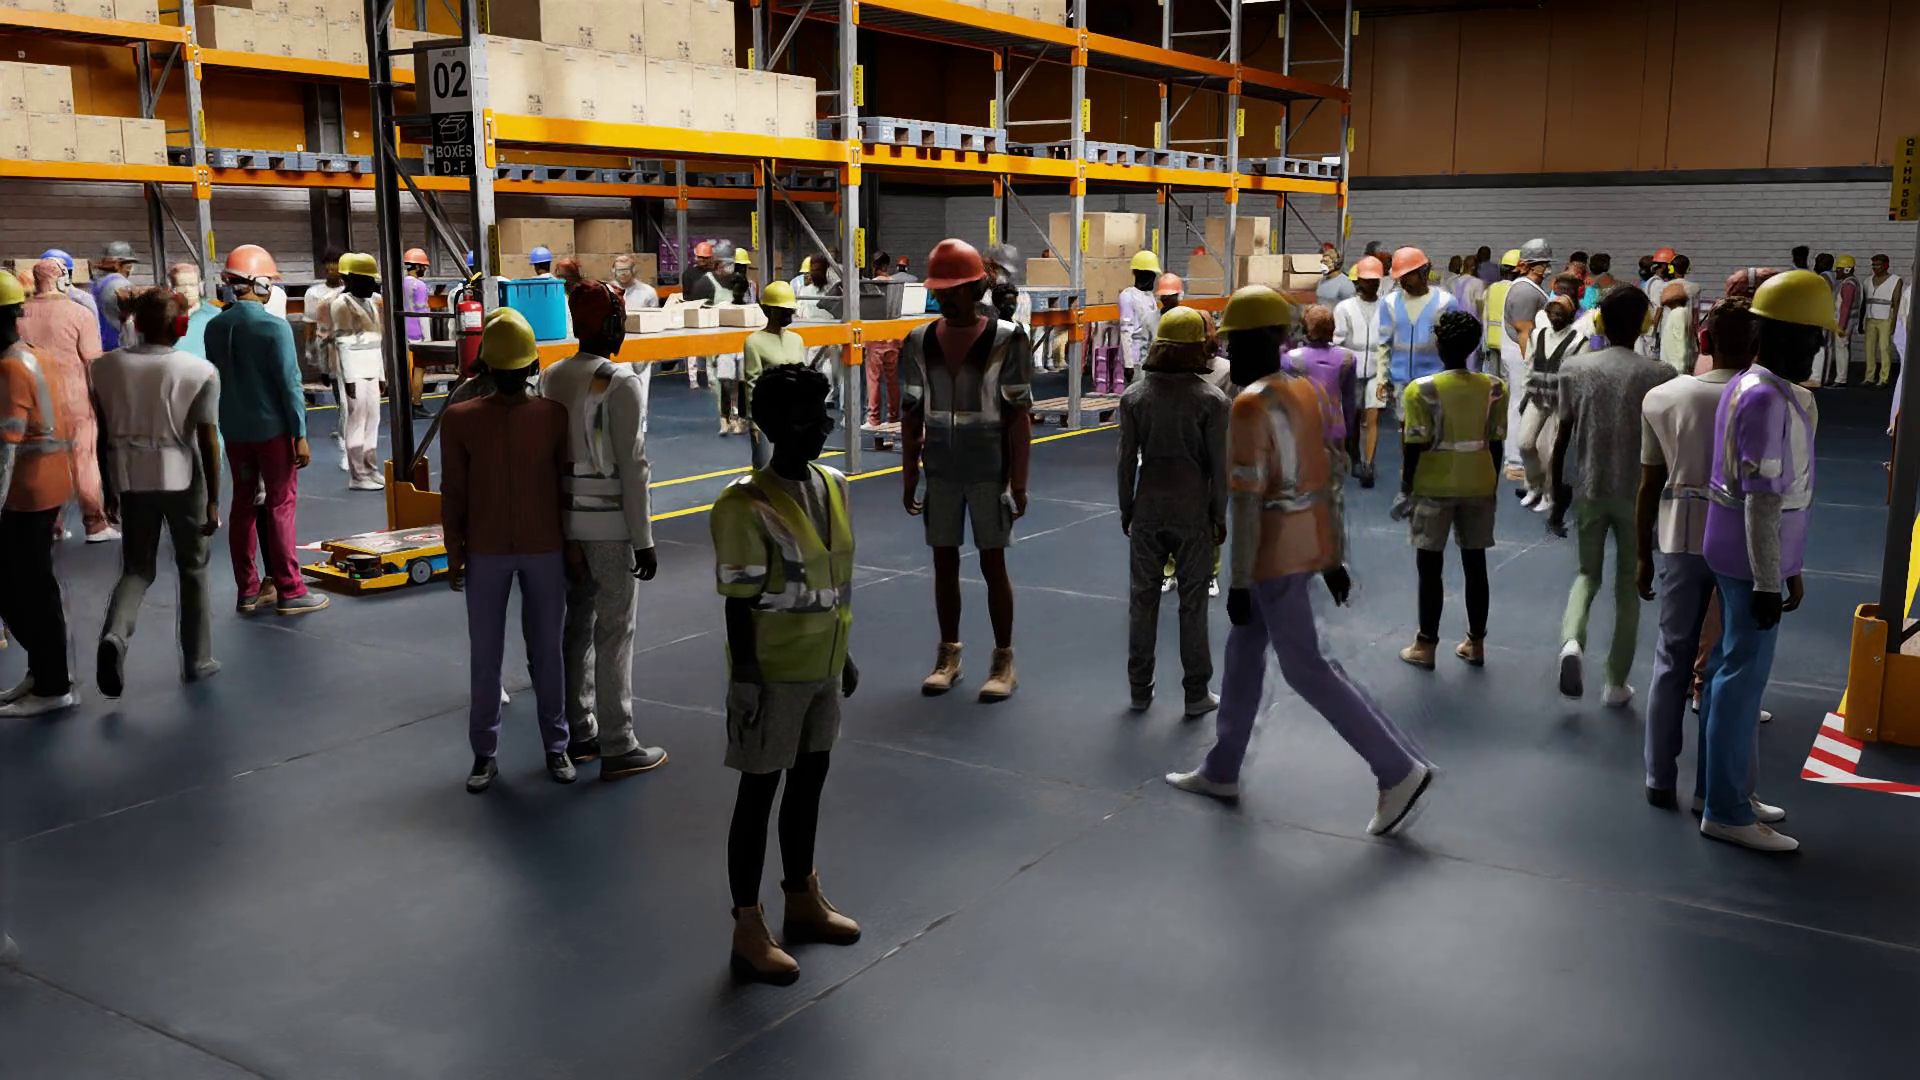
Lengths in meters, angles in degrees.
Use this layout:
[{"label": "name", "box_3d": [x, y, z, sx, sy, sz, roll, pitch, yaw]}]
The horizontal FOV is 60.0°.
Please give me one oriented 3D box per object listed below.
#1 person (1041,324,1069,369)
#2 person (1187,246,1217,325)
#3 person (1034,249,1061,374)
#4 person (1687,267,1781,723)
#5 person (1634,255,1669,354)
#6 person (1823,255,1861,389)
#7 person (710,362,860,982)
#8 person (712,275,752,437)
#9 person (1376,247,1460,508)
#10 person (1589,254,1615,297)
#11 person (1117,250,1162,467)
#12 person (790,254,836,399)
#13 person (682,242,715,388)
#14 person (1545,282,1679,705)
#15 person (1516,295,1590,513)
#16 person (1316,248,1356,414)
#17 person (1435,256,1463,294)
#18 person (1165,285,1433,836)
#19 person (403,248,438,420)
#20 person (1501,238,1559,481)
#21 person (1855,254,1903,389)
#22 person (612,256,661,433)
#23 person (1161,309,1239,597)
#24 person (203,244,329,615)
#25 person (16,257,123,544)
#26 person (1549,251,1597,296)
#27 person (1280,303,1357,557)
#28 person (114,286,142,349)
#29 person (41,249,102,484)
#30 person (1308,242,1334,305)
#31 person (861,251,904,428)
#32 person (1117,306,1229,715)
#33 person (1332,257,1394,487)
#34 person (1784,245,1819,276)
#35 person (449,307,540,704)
[{"label": "person", "box_3d": [1.499, -3.518, 25.966, 0.605, 1.733, 0.575, -3, 11, -14]}, {"label": "person", "box_3d": [3.679, -3.510, 25.369, 0.542, 1.936, 0.374, -4, 11, -19]}, {"label": "person", "box_3d": [1.336, -3.483, 25.369, 0.573, 1.883, 0.355, -9, 13, -40]}, {"label": "person", "box_3d": [3.321, -0.197, 7.095, 0.407, 1.908, 0.641, 3, 11, 16]}, {"label": "person", "box_3d": [8.301, -2.518, 20.134, 0.429, 1.841, 0.634, -3, 11, -18]}, {"label": "person", "box_3d": [12.037, -2.968, 22.680, 0.403, 1.824, 0.594, 6, 12, 30]}, {"label": "person", "box_3d": [-0.467, 0.352, 4.632, 0.317, 1.695, 0.540, 6, 12, 31]}, {"label": "person", "box_3d": [-2.283, -1.871, 17.033, 0.544, 1.652, 0.833, -1, 10, -4]}, {"label": "person", "box_3d": [3.524, -1.252, 12.772, 0.619, 1.972, 0.880, 7, 12, 33]}, {"label": "person", "box_3d": [9.461, -3.325, 24.691, 0.489, 1.805, 0.655, -6, 12, -31]}, {"label": "person", "box_3d": [1.622, -1.632, 14.987, 0.366, 1.928, 0.585, 6, 12, 29]}, {"label": "person", "box_3d": [-1.845, -2.682, 21.043, 0.624, 1.844, 0.430, 1, 10, 4]}, {"label": "person", "box_3d": [-3.505, -3.074, 22.806, 0.612, 1.990, 0.392, -5, 12, -27]}, {"label": "person", "box_3d": [2.787, -0.173, 7.132, 0.545, 1.851, 0.561, 7, 12, 33]}, {"label": "person", "box_3d": [4.370, -0.998, 12.304, 0.361, 1.619, 0.541, -9, 14, -41]}, {"label": "person", "box_3d": [3.952, -2.134, 17.738, 0.372, 1.940, 0.631, -4, 11, -20]}, {"label": "person", "box_3d": [7.056, -3.171, 23.882, 0.869, 1.788, 0.531, -6, 12, -28]}, {"label": "person", "box_3d": [1.197, 0.057, 5.794, 0.949, 1.880, 0.629, 6, 12, 29]}, {"label": "person", "box_3d": [-6.154, -2.329, 18.856, 0.547, 1.930, 0.391, 10, 14, 43]}, {"label": "person", "box_3d": [4.860, -1.528, 14.098, 0.539, 2.000, 0.689, 3, 11, 15]}, {"label": "person", "box_3d": [12.609, -2.993, 22.799, 0.396, 1.831, 0.576, -5, 11, -24]}, {"label": "person", "box_3d": [-3.404, -1.994, 17.154, 0.636, 1.869, 0.958, -3, 11, -14]}, {"label": "person", "box_3d": [1.332, -0.491, 9.472, 0.501, 1.636, 0.280, 3, 11, 17]}, {"label": "person", "box_3d": [-3.774, -0.585, 8.997, 0.612, 1.997, 0.376, 4, 11, 22]}, {"label": "person", "box_3d": [-5.972, -0.921, 11.103, 0.636, 1.911, 0.405, 1, 10, 4]}, {"label": "person", "box_3d": [7.814, -2.750, 21.291, 0.619, 1.886, 0.703, 7, 12, 33]}, {"label": "person", "box_3d": [2.162, -0.611, 10.123, 0.512, 1.642, 0.311, -2, 10, -12]}, {"label": "person", "box_3d": [-7.256, -1.407, 14.565, 0.433, 1.625, 0.536, -3, 11, -18]}, {"label": "person", "box_3d": [-7.376, -1.422, 13.773, 0.618, 1.944, 0.400, 4, 11, 23]}, {"label": "person", "box_3d": [6.200, -4.060, 28.286, 0.626, 1.985, 0.417, -3, 11, -16]}, {"label": "person", "box_3d": [-0.812, -2.115, 17.728, 0.603, 1.904, 0.386, -9, 14, -41]}, {"label": "person", "box_3d": [0.920, -0.125, 7.149, 0.491, 1.743, 0.324, 5, 11, 24]}, {"label": "person", "box_3d": [3.371, -1.405, 13.852, 0.562, 1.885, 1.022, 2, 10, 12]}, {"label": "person", "box_3d": [12.282, -3.349, 24.413, 0.664, 1.957, 0.389, 0, 10, -2]}, {"label": "person", "box_3d": [-1.961, -0.147, 7.291, 0.485, 1.737, 0.322, -7, 13, -36]}]
